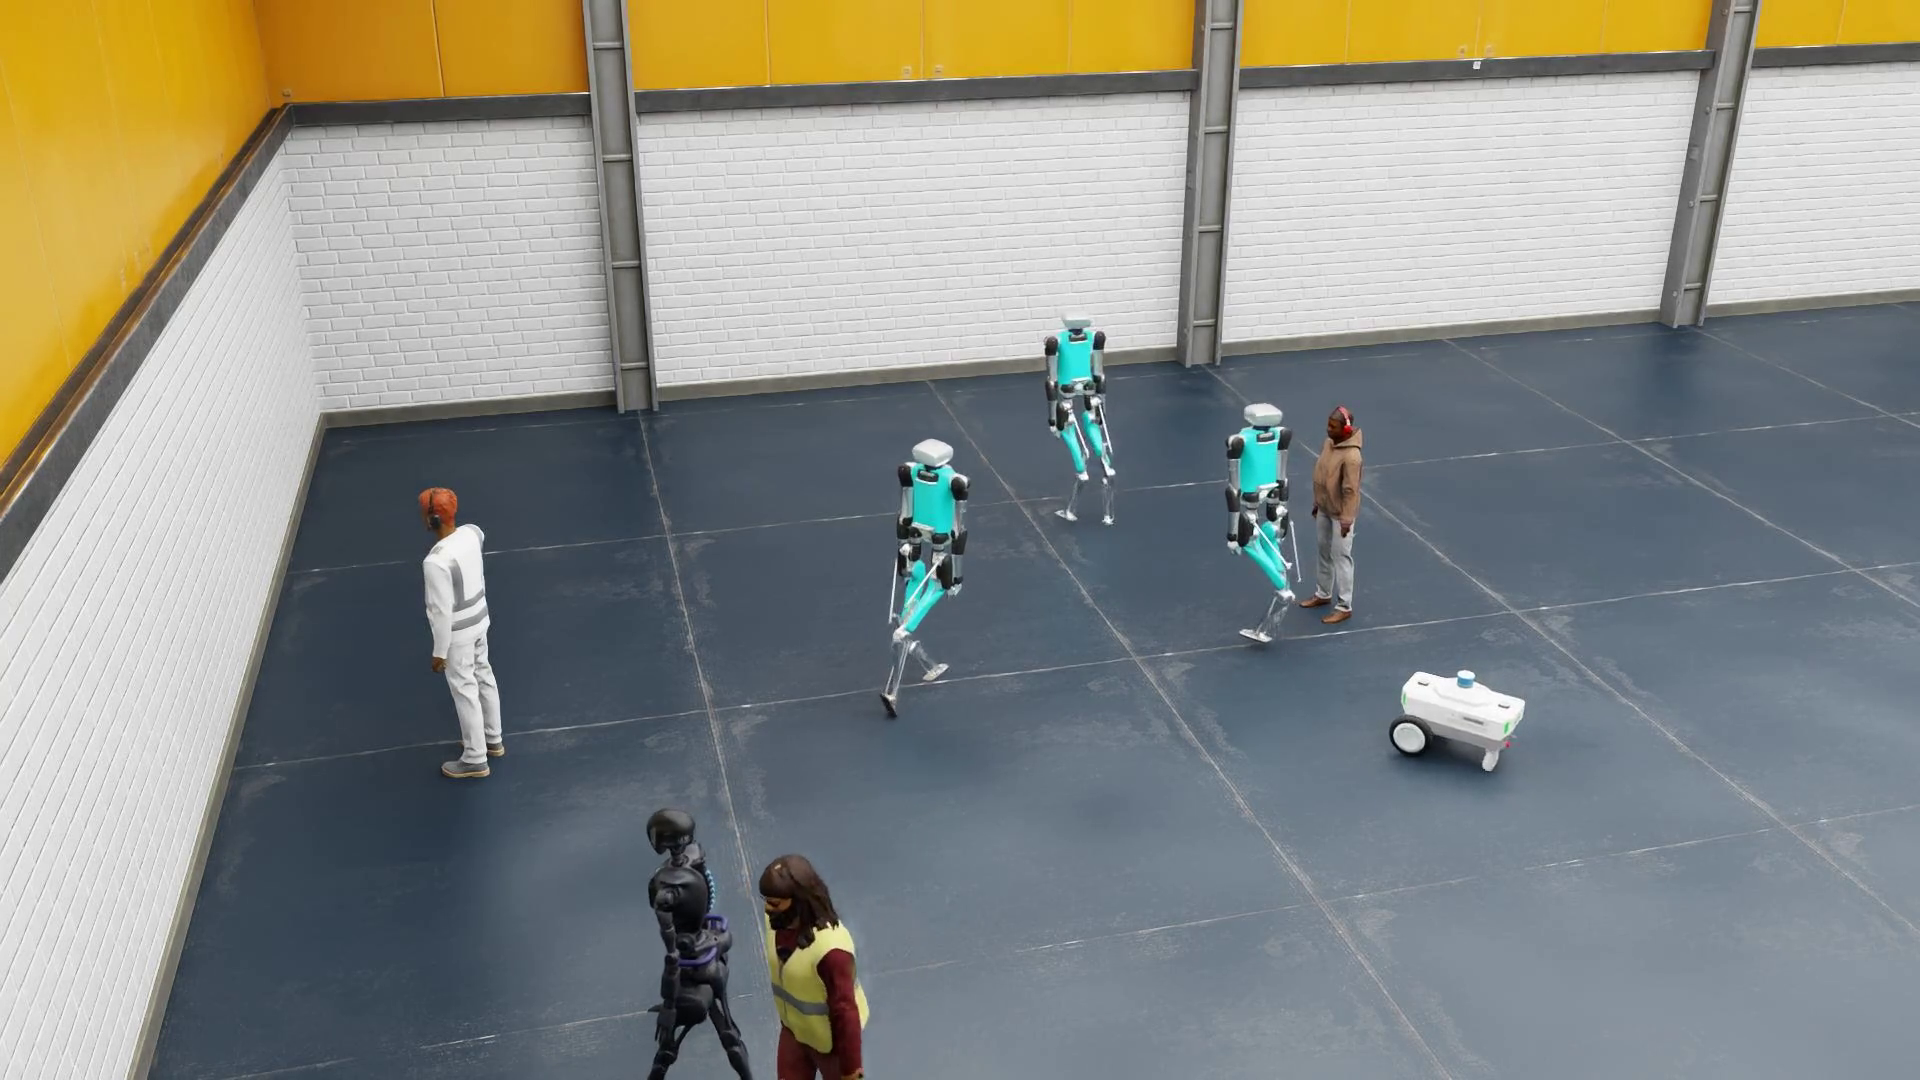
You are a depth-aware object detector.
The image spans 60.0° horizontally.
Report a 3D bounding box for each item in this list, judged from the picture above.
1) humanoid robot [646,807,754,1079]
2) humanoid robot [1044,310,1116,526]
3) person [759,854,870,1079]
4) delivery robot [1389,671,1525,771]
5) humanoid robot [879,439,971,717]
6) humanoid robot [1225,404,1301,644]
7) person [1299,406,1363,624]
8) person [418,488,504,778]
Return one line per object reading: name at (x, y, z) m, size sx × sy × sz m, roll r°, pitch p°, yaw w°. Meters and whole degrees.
humanoid robot at (-1.232, 1.884, 7.368) m, size 0.755 × 1.627 × 0.604 m, roll 3°, pitch 24°, yaw 8°
humanoid robot at (1.043, -0.934, 13.699) m, size 0.531 × 1.801 × 0.808 m, roll -8°, pitch 25°, yaw -18°
person at (-0.536, 2.022, 6.952) m, size 0.514 × 1.737 × 0.820 m, roll 22°, pitch 32°, yaw 40°
delivery robot at (3.147, 1.095, 10.492) m, size 0.744 × 0.574 × 0.512 m, roll 15°, pitch 28°, yaw 31°
humanoid robot at (-0.361, 0.291, 10.912) m, size 0.531 × 1.769 × 0.996 m, roll 15°, pitch 28°, yaw 30°
humanoid robot at (2.188, 0.029, 11.590) m, size 0.551 × 1.878 × 0.752 m, roll -13°, pitch 27°, yaw -28°
person at (2.744, -0.193, 12.092) m, size 0.308 × 1.646 × 0.462 m, roll -8°, pitch 25°, yaw -18°
person at (-3.043, 0.558, 10.095) m, size 0.356 × 1.881 × 0.571 m, roll 4°, pitch 24°, yaw 10°
